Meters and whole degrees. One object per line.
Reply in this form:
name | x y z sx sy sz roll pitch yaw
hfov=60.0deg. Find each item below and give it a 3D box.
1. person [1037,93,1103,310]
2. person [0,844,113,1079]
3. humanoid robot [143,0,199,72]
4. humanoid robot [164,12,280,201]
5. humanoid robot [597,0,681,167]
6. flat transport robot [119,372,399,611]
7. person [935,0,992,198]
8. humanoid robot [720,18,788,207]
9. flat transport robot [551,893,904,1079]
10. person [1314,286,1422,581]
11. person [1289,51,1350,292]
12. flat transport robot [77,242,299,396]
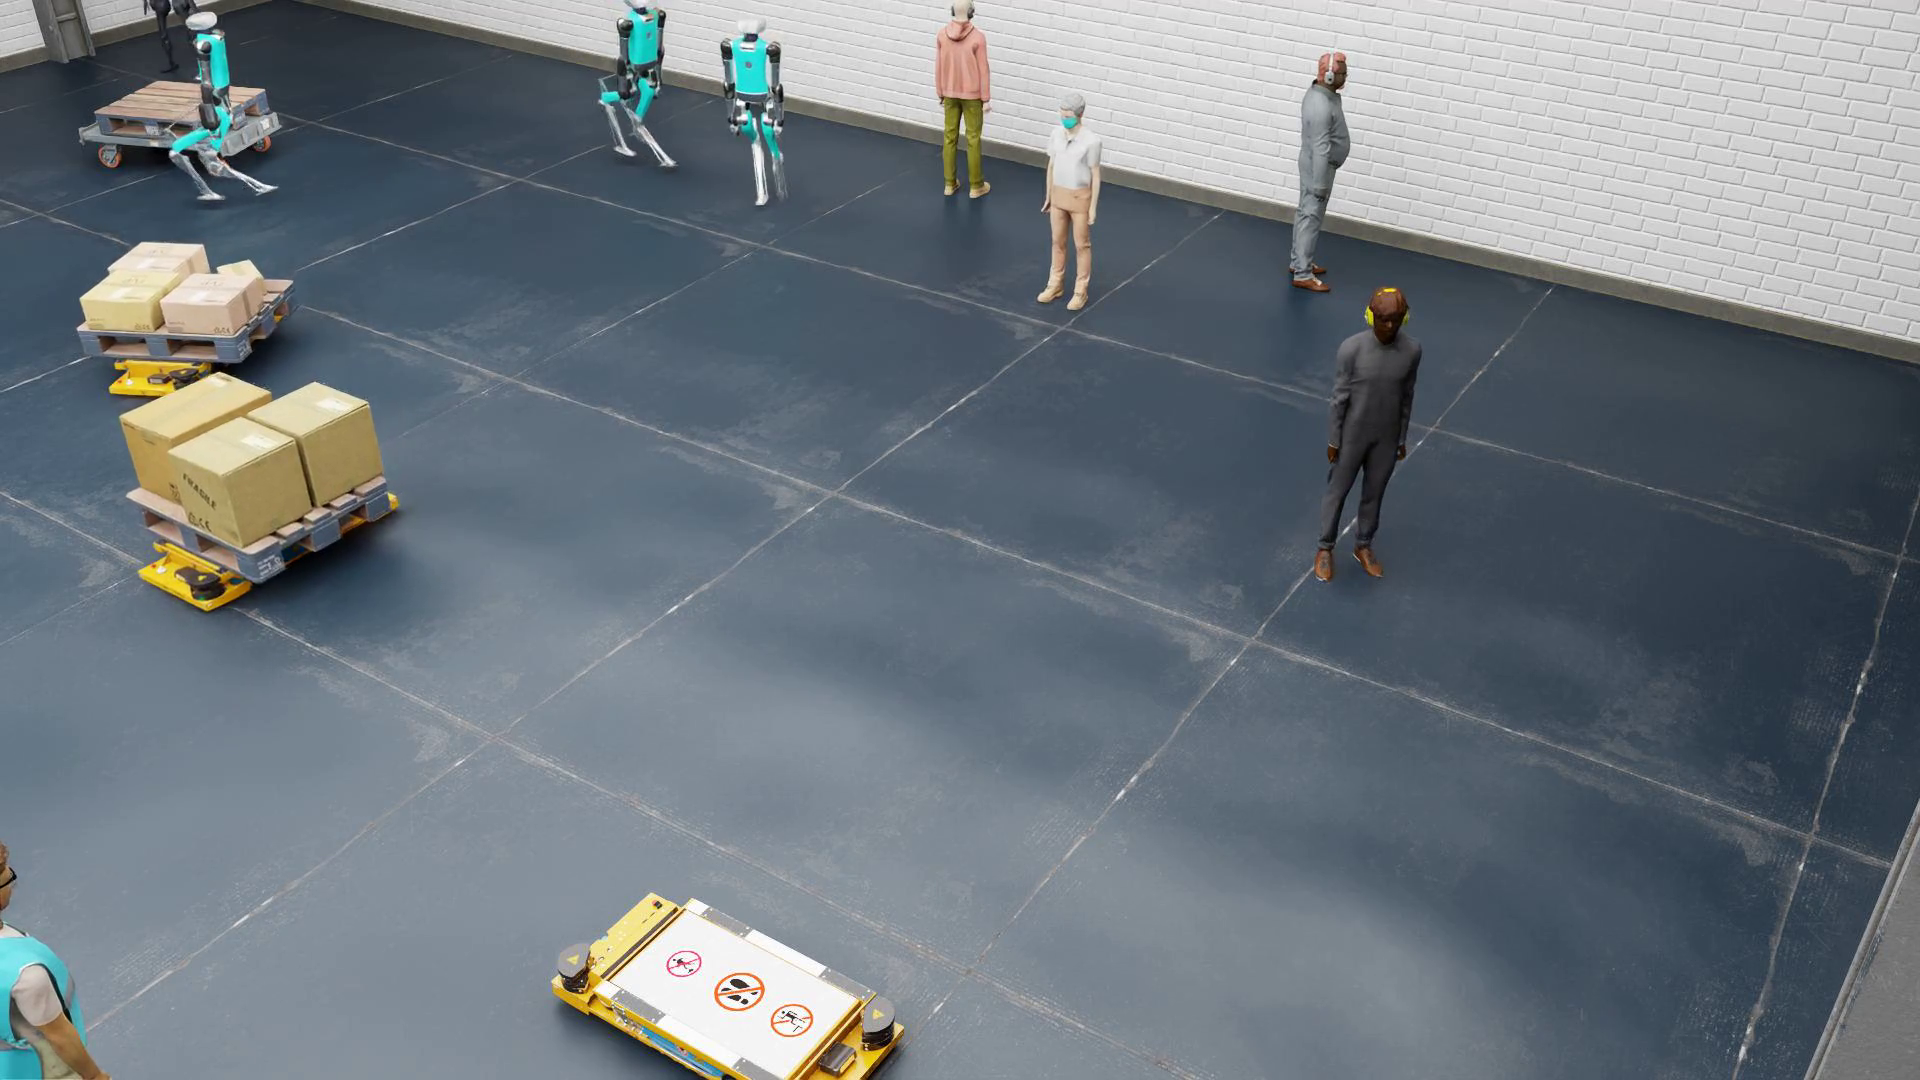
person | 0.874 -2.654 13.029 0.476 1.735 0.325 21 38 29
person | -3.298 1.836 5.947 0.564 1.840 0.391 16 36 23
humanoid robot | -8.691 -5.973 18.249 0.603 1.638 0.365 -2 33 -4
humanoid robot | -6.715 -3.791 14.783 0.969 1.731 0.546 -2 33 -4
humanoid robot | -3.110 -4.302 15.604 1.023 1.725 0.530 24 40 32
flat transport robot | -4.283 -0.055 10.343 0.659 0.231 1.431 19 38 27
person | 0.026 -4.007 15.045 0.521 1.833 0.373 12 35 18
humanoid robot | -1.771 -3.764 14.861 0.541 1.899 0.745 5 33 7
flat transport robot | -1.012 1.990 7.159 1.431 0.231 0.659 19 37 27
person | 2.384 -0.615 9.728 0.501 1.873 0.338 -3 33 -5
person | 2.894 -2.959 13.345 0.414 1.911 0.642 3 33 5
flat transport robot | -5.750 -1.480 12.559 0.659 0.231 1.431 3 33 5
